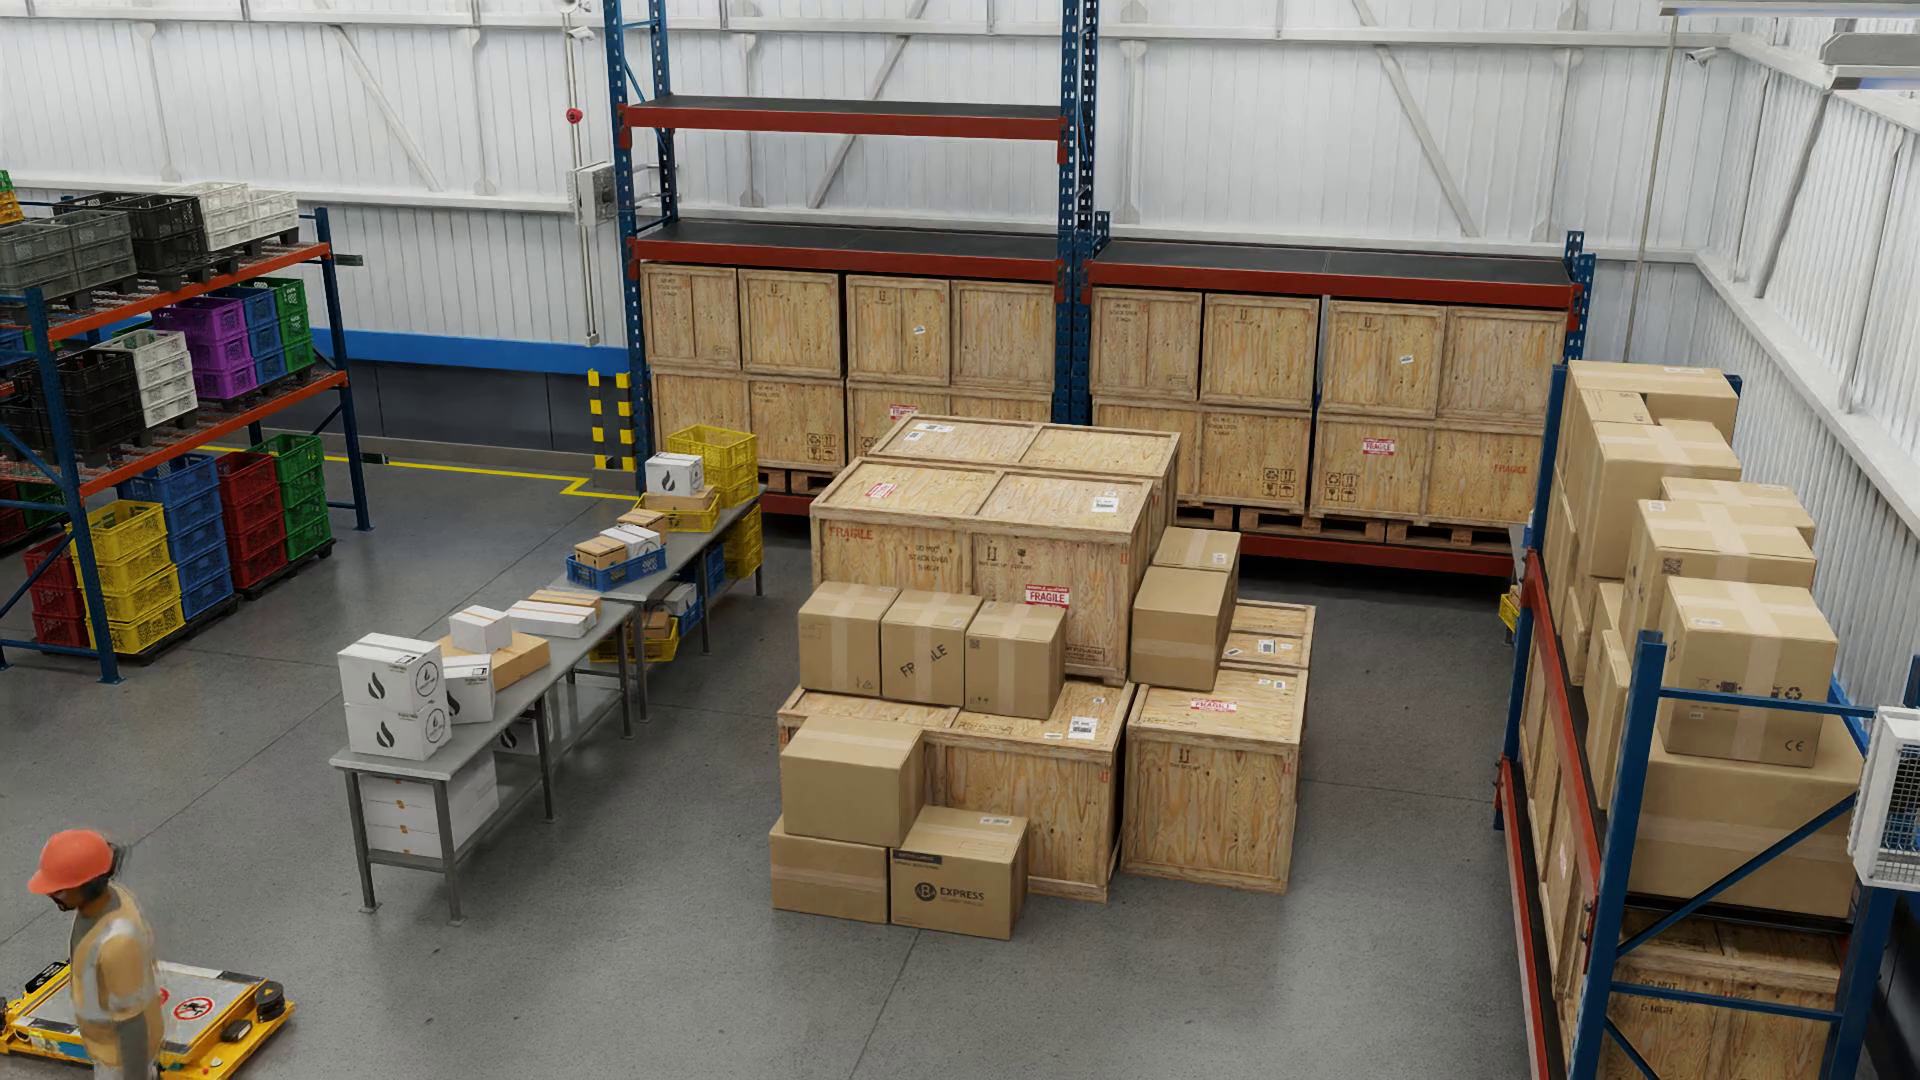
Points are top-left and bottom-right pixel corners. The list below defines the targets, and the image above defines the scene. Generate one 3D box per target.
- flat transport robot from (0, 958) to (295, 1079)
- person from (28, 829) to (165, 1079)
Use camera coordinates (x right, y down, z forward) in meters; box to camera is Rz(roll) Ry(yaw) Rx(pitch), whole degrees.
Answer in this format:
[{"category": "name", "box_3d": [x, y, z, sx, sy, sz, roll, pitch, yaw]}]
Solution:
[{"category": "flat transport robot", "box_3d": [-4.270, 2.464, 8.601, 1.431, 0.231, 0.659, 5, 22, 13]}, {"category": "person", "box_3d": [-3.593, 2.115, 7.040, 0.562, 2.031, 0.628, -13, 24, -31]}]
